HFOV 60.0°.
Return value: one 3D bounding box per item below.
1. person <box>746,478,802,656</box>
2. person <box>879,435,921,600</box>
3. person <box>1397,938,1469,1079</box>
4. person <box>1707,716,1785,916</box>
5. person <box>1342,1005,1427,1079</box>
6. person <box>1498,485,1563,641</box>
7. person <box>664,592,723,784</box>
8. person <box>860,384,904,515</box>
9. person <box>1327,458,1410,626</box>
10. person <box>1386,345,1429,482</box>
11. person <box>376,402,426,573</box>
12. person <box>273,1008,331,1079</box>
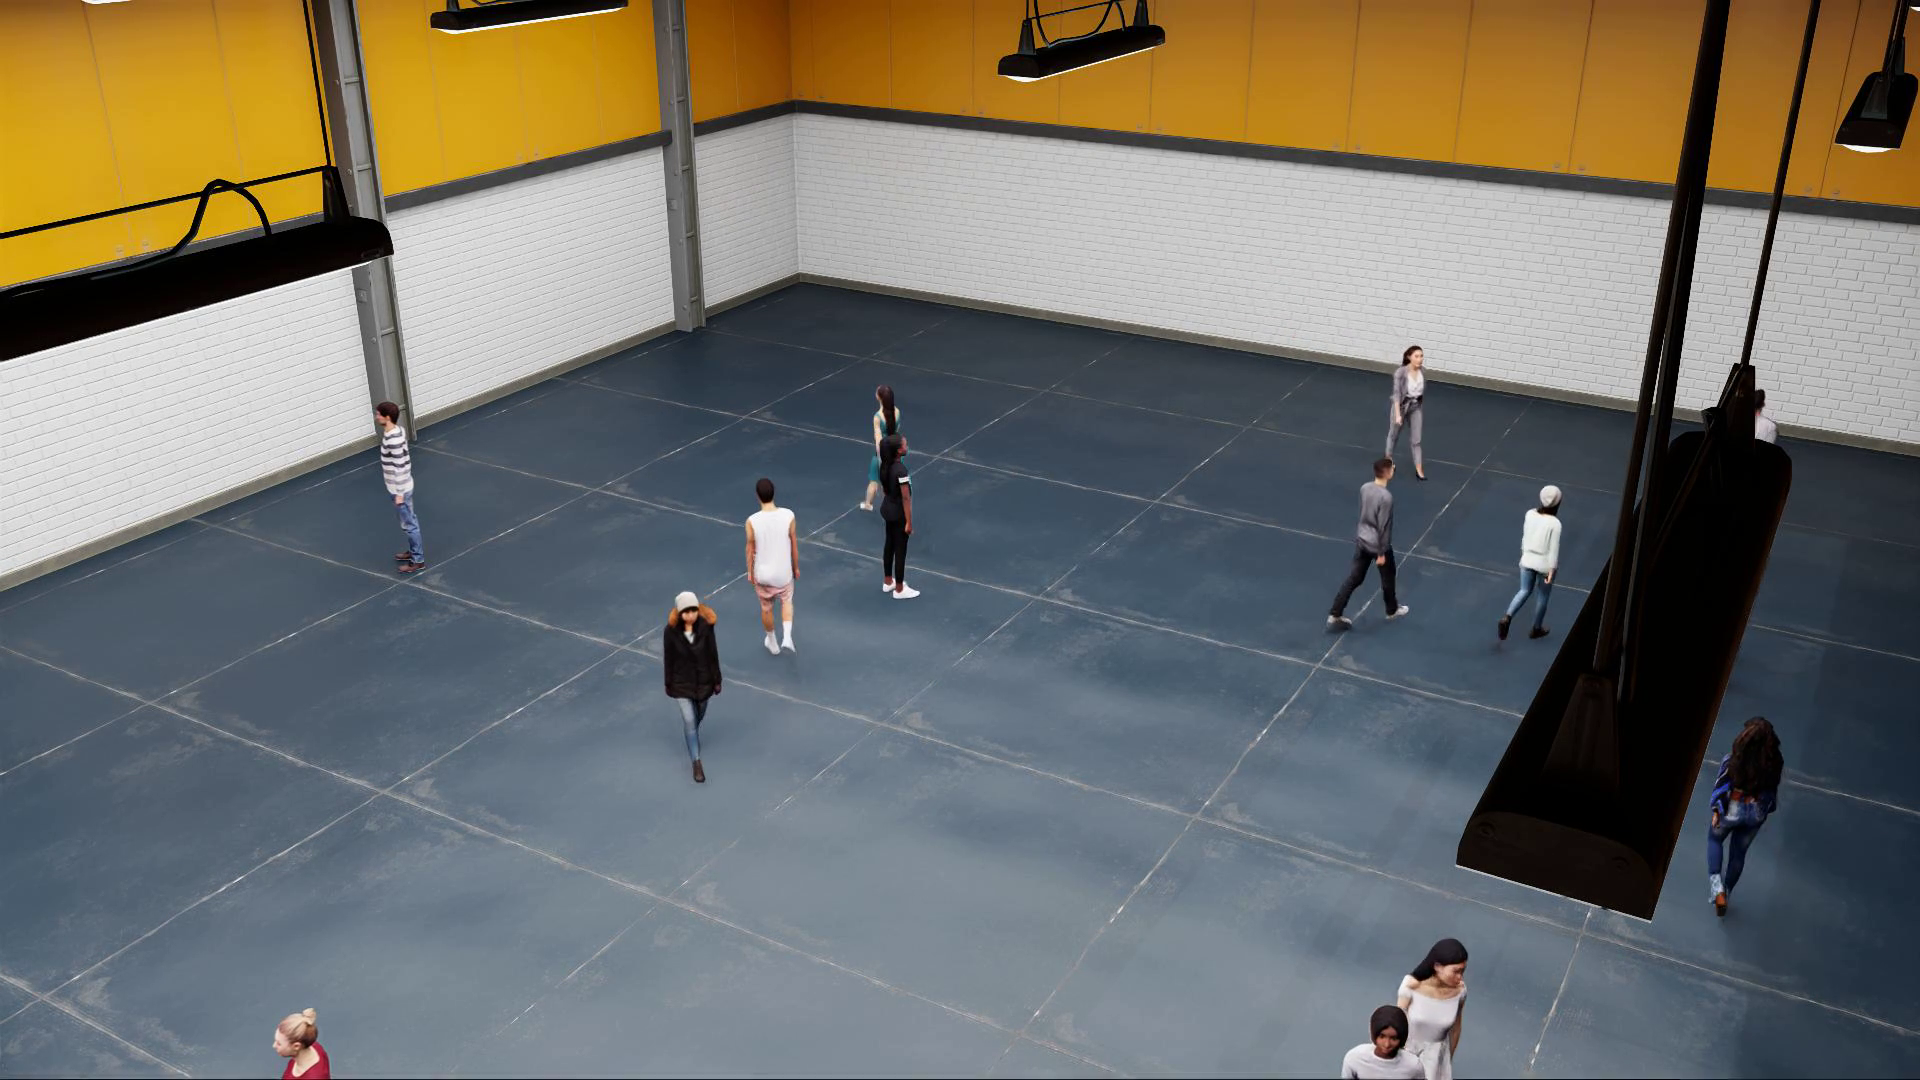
[{"bbox_3d":[-1.737,0.307,15.564,0.892,1.775,0.952,-6,24,-14],"label":"person"},{"bbox_3d":[-0.638,-0.256,16.910,0.714,1.728,0.698,-13,27,-27],"label":"person"},{"bbox_3d":[2.597,2.969,9.544,0.923,1.718,1.269,4,24,9],"label":"person"},{"bbox_3d":[5.591,2.003,11.891,0.696,1.610,0.702,5,24,12],"label":"person"},{"bbox_3d":[2.230,3.220,8.970,0.646,1.719,0.631,4,24,9],"label":"person"},{"bbox_3d":[5.471,0.249,15.882,1.013,1.626,0.801,-17,29,-33],"label":"person"},{"bbox_3d":[-2.238,1.142,13.870,1.066,1.602,1.080,-9,25,-19],"label":"person"},{"bbox_3d":[-0.747,-0.879,18.448,1.046,1.638,0.864,-17,29,-34],"label":"person"},{"bbox_3d":[3.945,0.074,16.171,1.243,1.716,1.039,-12,26,-25],"label":"person"},{"bbox_3d":[5.308,-1.542,19.973,1.057,1.631,1.123,-6,24,-12],"label":"person"},{"bbox_3d":[-5.874,-0.579,17.493,0.769,1.854,0.715,-7,24,-15],"label":"person"},{"bbox_3d":[-3.458,3.241,8.946,0.691,1.699,0.695,-12,26,-25],"label":"person"}]
